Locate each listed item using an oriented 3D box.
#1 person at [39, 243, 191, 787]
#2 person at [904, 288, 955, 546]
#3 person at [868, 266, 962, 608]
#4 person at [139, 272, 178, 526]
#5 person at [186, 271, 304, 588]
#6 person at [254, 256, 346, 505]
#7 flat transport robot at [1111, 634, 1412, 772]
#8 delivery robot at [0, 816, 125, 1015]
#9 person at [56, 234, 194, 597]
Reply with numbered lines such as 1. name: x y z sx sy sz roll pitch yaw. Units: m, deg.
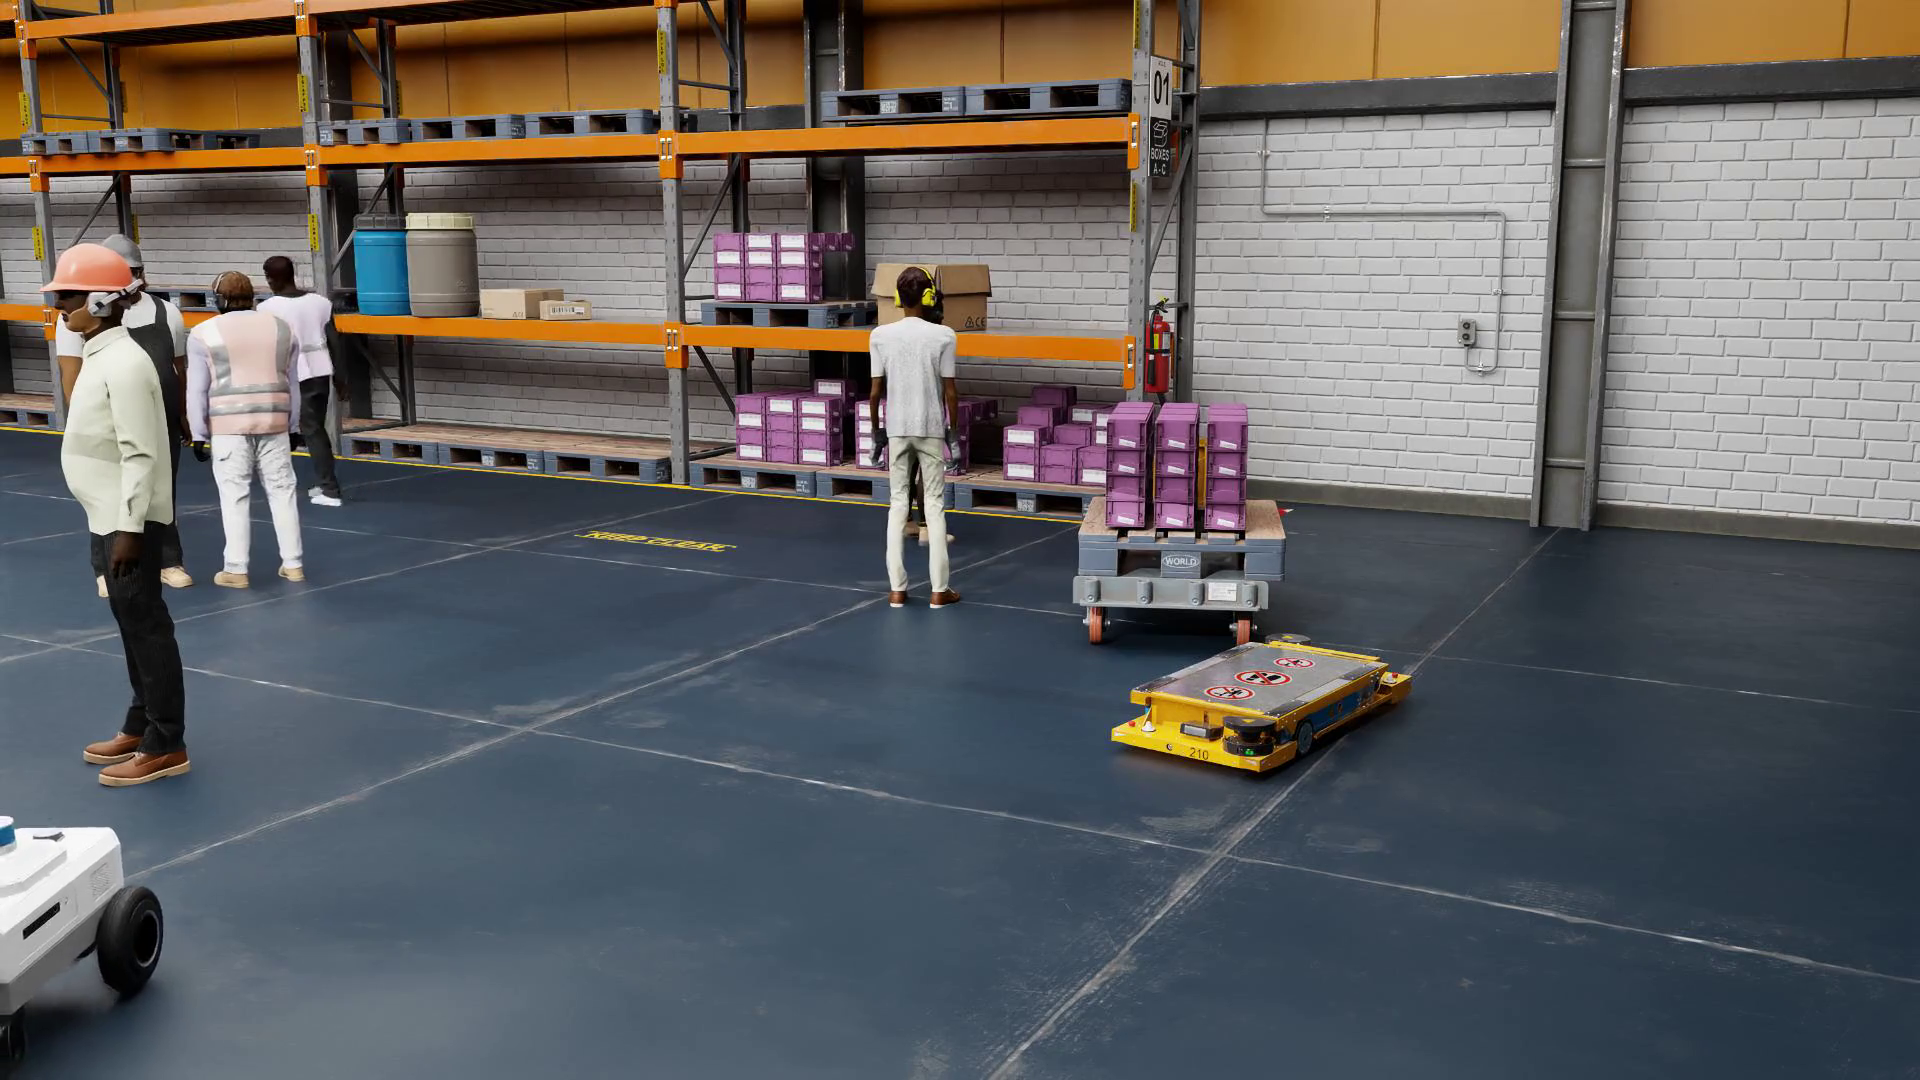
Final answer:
1. person: -3.131 -0.091 6.193 0.378 1.996 0.611 -7 12 -33
2. person: -0.237 -0.816 10.987 0.317 1.695 0.540 -6 12 -30
3. person: -0.247 -0.551 9.093 0.521 1.861 0.335 2 11 12
4. person: -5.634 -0.976 11.355 0.342 1.882 0.587 -1 10 -5
5. person: -4.159 -0.640 9.689 0.644 1.833 0.431 -9 13 -40
6. person: -4.971 -1.190 12.543 0.622 1.879 0.634 7 13 34
7. flat transport robot: 1.285 0.644 6.894 0.652 0.197 1.431 8 13 37
8. delivery robot: -2.431 0.945 4.212 0.477 0.478 0.707 0 10 -2
9. person: -4.691 -0.708 9.455 0.675 2.000 0.537 -9 14 -42
